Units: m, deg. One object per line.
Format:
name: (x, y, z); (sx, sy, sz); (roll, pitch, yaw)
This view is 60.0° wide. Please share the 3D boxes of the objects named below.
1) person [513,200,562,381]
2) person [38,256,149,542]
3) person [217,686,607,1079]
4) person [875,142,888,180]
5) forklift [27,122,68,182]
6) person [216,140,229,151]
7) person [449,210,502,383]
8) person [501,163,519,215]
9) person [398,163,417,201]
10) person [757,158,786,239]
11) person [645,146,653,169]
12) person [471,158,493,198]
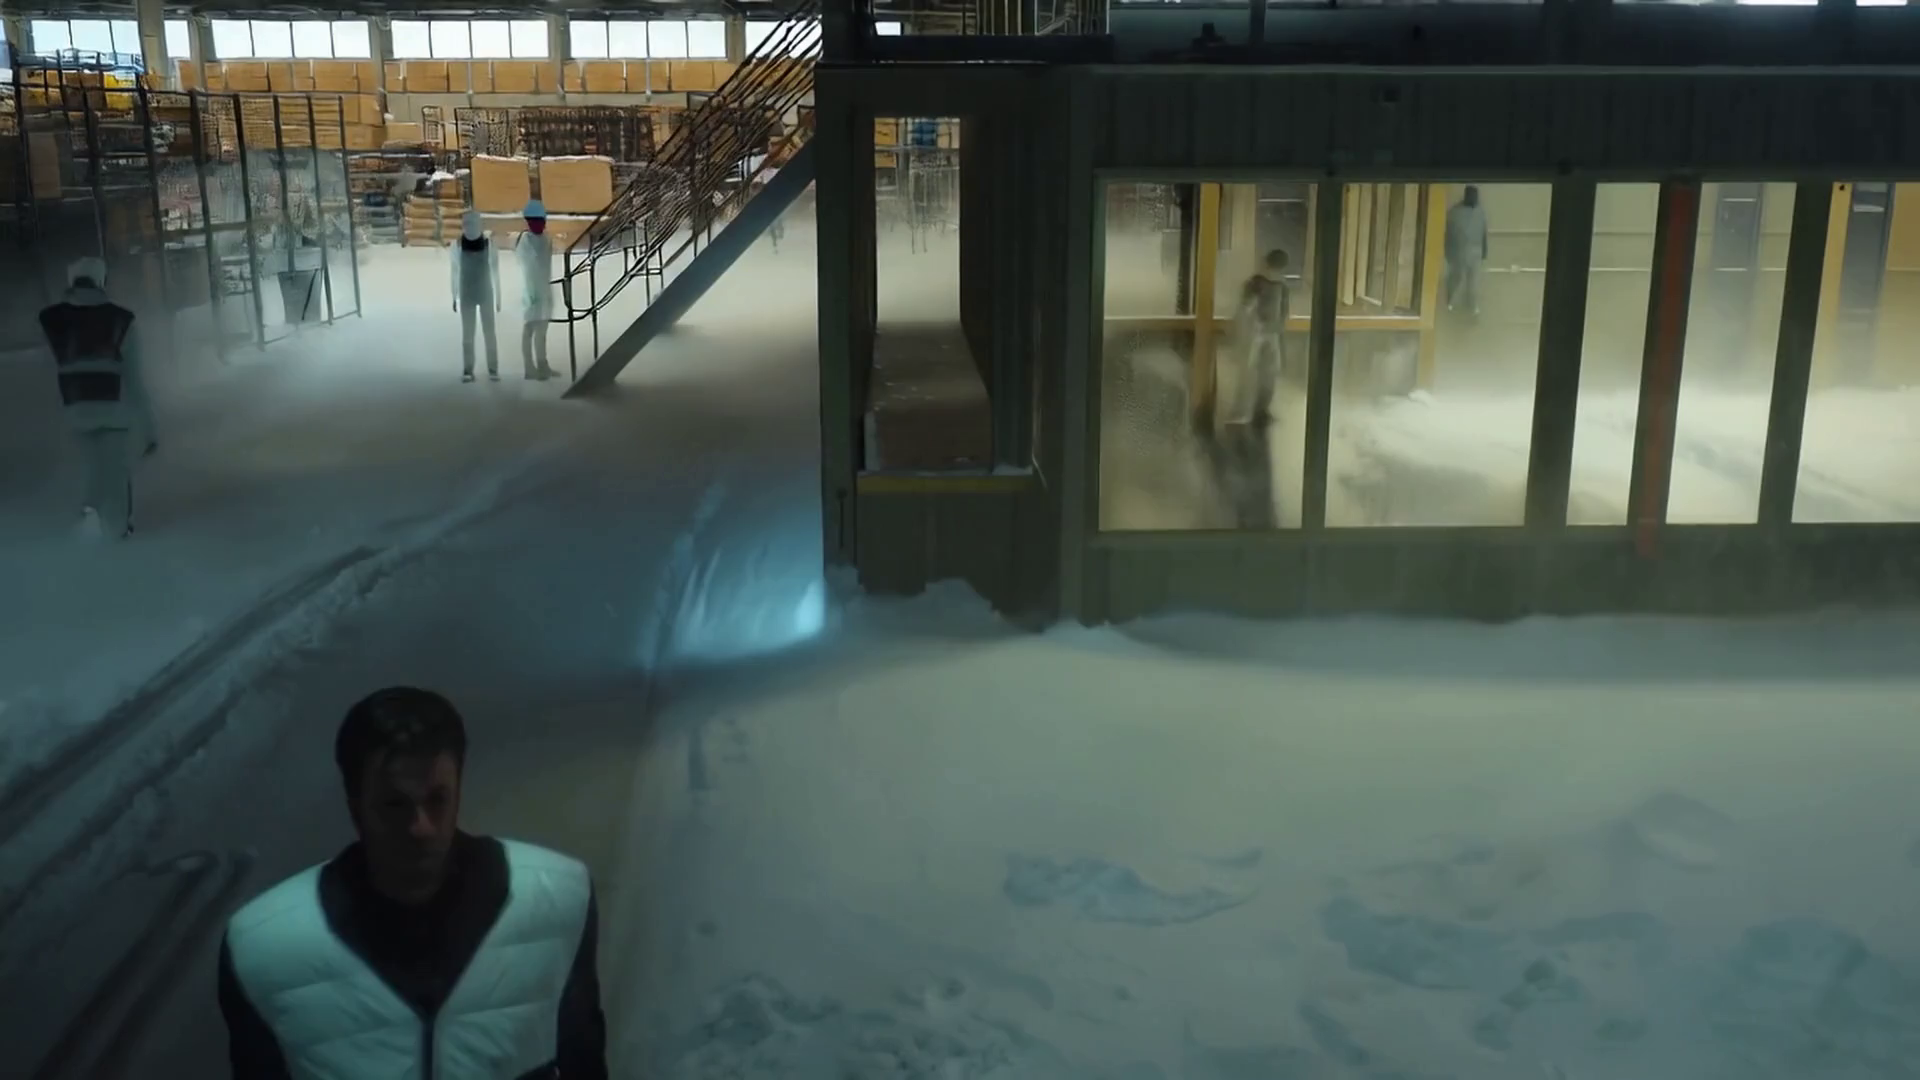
person: (-4.586, -2.718, 18.106); (0.376, 1.939, 0.547); (6, 15, 22)
person: (-5.669, -0.901, 10.926); (0.620, 1.897, 0.491); (-3, 14, -14)
person: (-0.874, 1.135, 2.778); (0.584, 1.910, 0.389); (-6, 15, -23)
person: (-3.332, -15.742, 70.027); (0.637, 2.010, 0.884); (-3, 14, -13)
forklift: (-35.376, -14.773, 64.377); (1.129, 2.768, 1.873); (-1, 14, -2)
person: (-37.127, -19.175, 83.839); (0.625, 1.960, 0.799); (-8, 16, -28)
person: (-5.199, -2.614, 17.882); (0.520, 1.842, 0.331); (-4, 14, -14)
person: (-11.119, -8.480, 41.413); (0.696, 1.810, 0.591); (-6, 15, -23)
person: (-16.276, -10.298, 49.046); (0.511, 1.613, 0.618); (-3, 14, -11)
person: (-4.650, -8.226, 40.127); (1.019, 1.947, 0.623); (3, 14, 13)
person: (-13.979, -16.799, 74.740); (0.328, 1.765, 0.532); (-3, 14, -10)
person: (-12.381, -8.910, 42.919); (0.757, 1.911, 0.562); (11, 18, 37)
